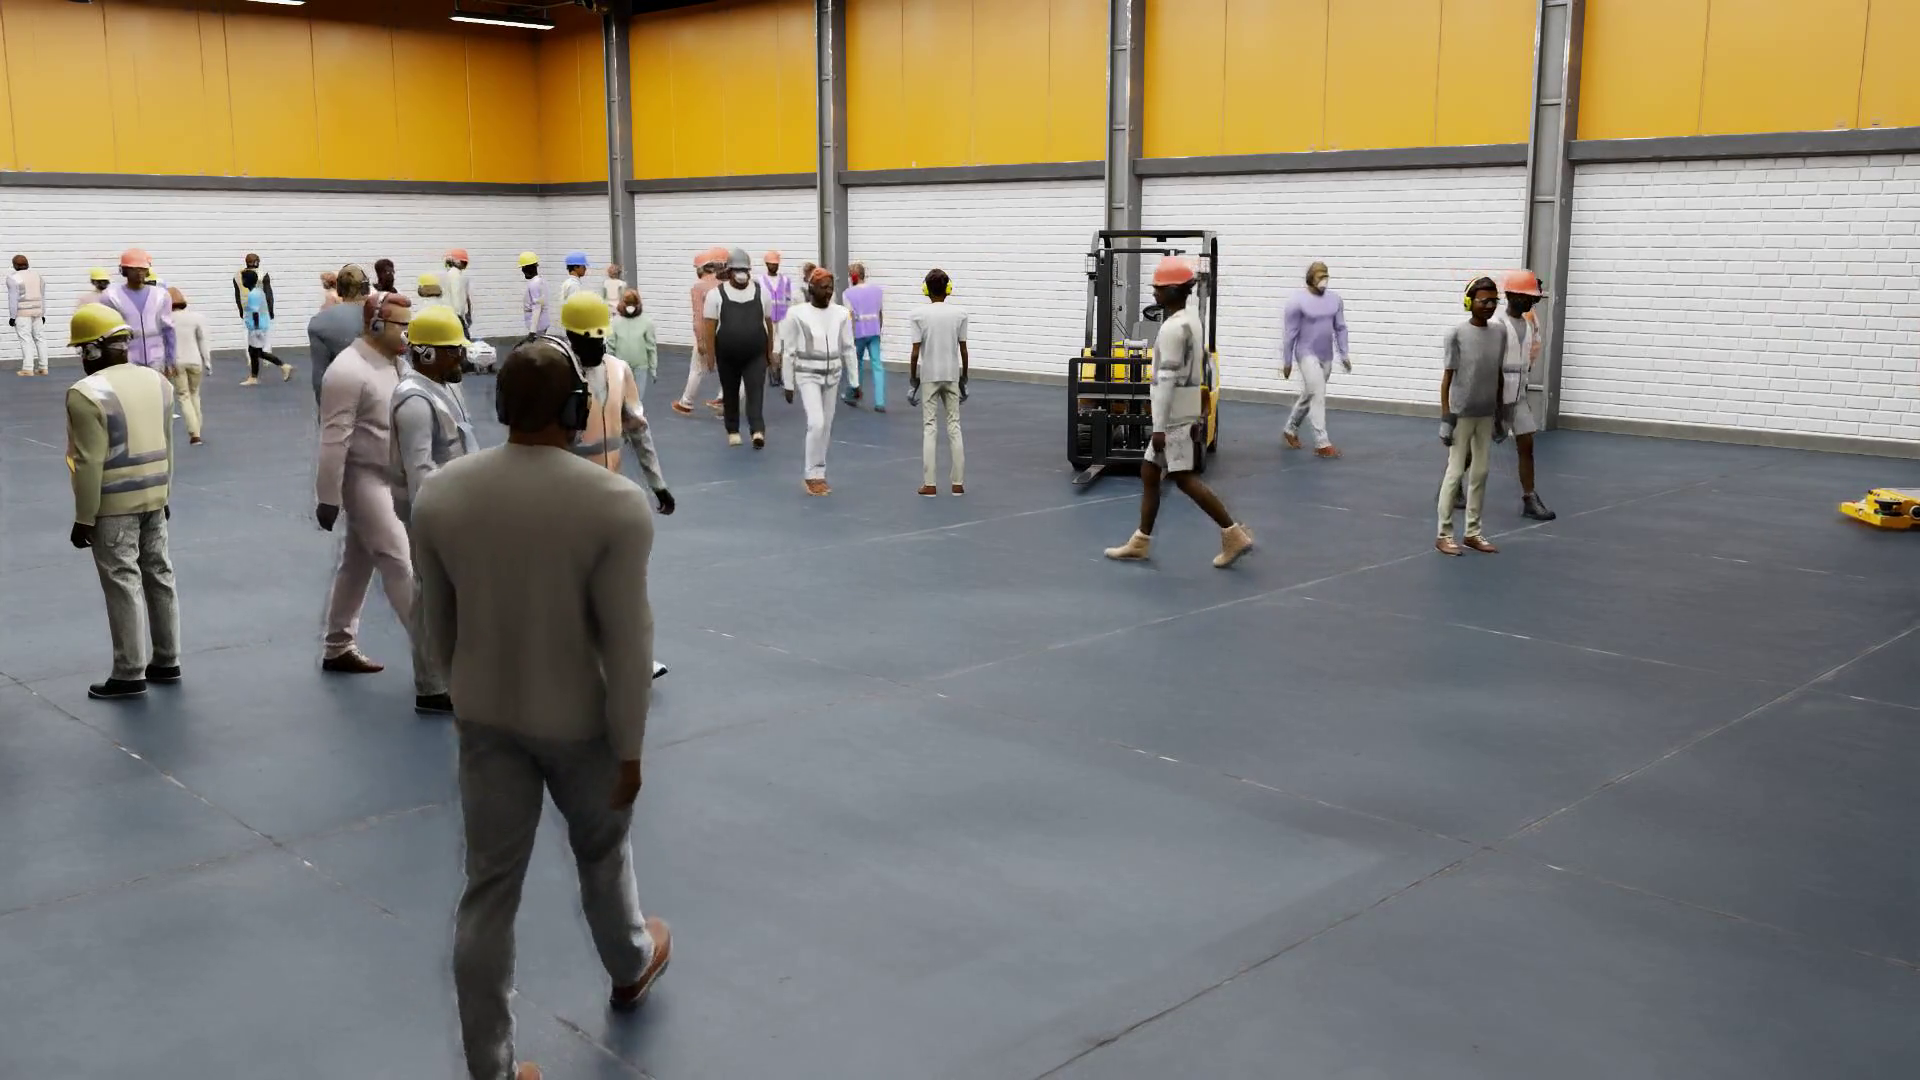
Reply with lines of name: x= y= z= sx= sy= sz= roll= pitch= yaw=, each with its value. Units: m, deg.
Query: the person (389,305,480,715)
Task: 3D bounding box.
person: x=-2.330 y=-0.131 z=7.457 sx=0.403 sy=1.826 sz=0.591 roll=-2 pitch=11 yaw=-8

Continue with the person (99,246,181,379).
person: x=-7.584 y=-1.688 z=15.401 sx=0.613 sy=2.029 sz=0.481 roll=-9 pitch=14 yaw=-41

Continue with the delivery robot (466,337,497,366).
delivery robot: x=-7.407 y=-2.882 z=25.661 sx=0.477 sy=0.478 sz=0.707 roll=-6 pitch=12 yaw=-30

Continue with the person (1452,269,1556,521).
person: x=4.126 y=-1.121 z=12.703 sx=0.546 sy=1.890 sz=0.985 roll=-6 pitch=12 yaw=-29

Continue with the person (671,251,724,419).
person: x=-2.962 y=-2.381 z=19.400 sx=0.995 sy=1.935 sz=0.598 roll=9 pitch=14 yaw=41

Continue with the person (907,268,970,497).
person: x=-0.175 y=-1.276 z=13.613 sx=0.519 sy=1.856 sz=0.331 roll=-2 pitch=11 yaw=-12

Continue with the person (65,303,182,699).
person: x=-3.880 y=-0.175 z=7.687 sx=0.403 sy=1.826 sz=0.589 roll=2 pitch=11 yaw=13

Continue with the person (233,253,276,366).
person: x=-11.532 y=-3.770 z=27.260 sx=0.623 sy=1.839 sz=0.429 roll=1 pitch=10 yaw=4

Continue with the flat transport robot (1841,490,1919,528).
flat transport robot: x=7.378 y=-0.235 z=12.252 sx=1.431 sy=0.197 sz=0.652 roll=1 pitch=10 yaw=4

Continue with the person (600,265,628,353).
person: x=-6.044 y=-3.991 z=29.050 sx=0.520 sy=1.625 sz=0.557 roll=2 pitch=11 yaw=9

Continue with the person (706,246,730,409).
person: x=-2.932 y=-2.609 z=20.495 sx=0.379 sy=1.996 sz=0.611 roll=-4 pitch=11 yaw=-20

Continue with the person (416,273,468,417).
person: x=-6.158 y=-2.244 z=19.308 sx=0.911 sy=1.687 sz=0.510 roll=1 pitch=10 yaw=7

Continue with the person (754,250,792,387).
person: x=-2.609 y=-3.112 z=23.422 sx=0.569 sy=1.923 sz=0.496 roll=-4 pitch=11 yaw=-20

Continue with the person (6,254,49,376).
person: x=-14.222 y=-3.418 z=25.335 sx=0.430 sy=1.840 sz=0.625 roll=4 pitch=11 yaw=21

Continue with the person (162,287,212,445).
person: x=-7.984 y=-1.783 z=17.026 sx=0.518 sy=1.599 sz=0.732 roll=-10 pitch=14 yaw=-42

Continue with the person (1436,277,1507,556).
person: x=3.437 y=-0.823 z=11.136 sx=0.526 sy=1.863 sz=0.322 roll=-4 pitch=11 yaw=-21

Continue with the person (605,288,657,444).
person: x=-3.269 y=-1.697 z=16.567 sx=0.504 sy=1.619 sz=0.409 roll=-1 pitch=10 yaw=-7

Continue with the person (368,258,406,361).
person: x=-6.384 y=-2.165 z=18.376 sx=0.941 sy=1.888 sz=0.594 roll=8 pitch=13 yaw=38

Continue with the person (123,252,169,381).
person: x=-10.785 y=-2.867 z=22.058 sx=0.551 sy=1.935 sz=0.375 roll=-10 pitch=14 yaw=-43

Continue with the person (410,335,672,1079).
person: x=-1.035 y=0.439 z=4.195 sx=0.645 sy=1.887 sz=1.018 roll=2 pitch=11 yaw=9

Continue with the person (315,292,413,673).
person: x=-2.705 y=-0.252 z=7.996 sx=0.952 sy=1.858 sz=0.657 roll=1 pitch=10 yaw=4

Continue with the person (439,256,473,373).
person: x=-7.897 y=-3.523 z=25.982 sx=0.971 sy=1.826 sz=0.537 roll=8 pitch=13 yaw=37

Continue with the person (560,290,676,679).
person: x=-1.702 y=-0.242 z=7.933 sx=0.977 sy=1.862 sz=0.613 roll=6 pitch=12 yaw=31

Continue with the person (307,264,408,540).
person: x=-4.161 y=-0.940 z=11.561 sx=0.627 sy=1.936 sz=0.375 roll=-3 pitch=11 yaw=-15

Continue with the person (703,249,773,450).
person: x=-2.199 y=-1.925 z=16.641 sx=0.702 sy=2.000 sz=1.036 roll=-3 pitch=11 yaw=-14

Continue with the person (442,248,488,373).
person: x=-7.829 y=-3.492 z=25.480 sx=0.977 sy=1.945 sz=0.668 roll=-4 pitch=11 yaw=-20

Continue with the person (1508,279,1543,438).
person: x=5.963 y=-1.919 z=17.566 sx=0.320 sy=1.694 sz=0.531 roll=4 pitch=11 yaw=21

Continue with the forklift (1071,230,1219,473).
forklift: x=1.804 y=-1.825 z=15.677 sx=1.214 sy=2.155 sz=2.313 roll=2 pitch=11 yaw=13

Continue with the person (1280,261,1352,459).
person: x=3.420 y=-1.771 z=16.222 sx=0.633 sy=1.895 sz=1.016 roll=-6 pitch=12 yaw=-29

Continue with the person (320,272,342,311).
person: x=-8.539 y=-2.834 z=22.752 sx=0.349 sy=1.626 sz=0.563 roll=-2 pitch=11 yaw=-10

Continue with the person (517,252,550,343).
person: x=-5.534 y=-2.782 z=21.648 sx=0.377 sy=1.918 sz=0.585 roll=-2 pitch=11 yaw=-9

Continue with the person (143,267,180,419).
person: x=-9.397 y=-2.280 z=19.325 sx=0.523 sy=1.769 sz=0.316 roll=4 pitch=11 yaw=23

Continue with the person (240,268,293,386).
person: x=-9.867 y=-3.002 z=23.527 sx=0.661 sy=1.673 sz=0.533 roll=-4 pitch=11 yaw=-20

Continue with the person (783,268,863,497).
person: x=-1.121 y=-1.286 z=13.635 sx=0.596 sy=1.861 sz=0.624 roll=-7 pitch=13 yaw=-35

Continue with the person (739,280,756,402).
person: x=-2.543 y=-2.265 z=19.645 sx=0.521 sy=1.620 sz=0.651 roll=8 pitch=13 yaw=36

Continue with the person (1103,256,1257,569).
person: x=1.448 y=-0.808 z=10.651 sx=0.983 sy=2.011 sz=0.616 roll=4 pitch=11 yaw=18

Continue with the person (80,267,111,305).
person: x=-10.545 y=-2.500 z=20.591 sx=0.551 sy=1.726 sz=0.866 roll=-10 pitch=14 yaw=-43

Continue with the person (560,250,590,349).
person: x=-4.576 y=-2.471 z=19.868 sx=0.381 sy=1.950 sz=0.602 roll=-4 pitch=11 yaw=-21

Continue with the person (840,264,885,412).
person: x=-1.185 y=-2.473 z=20.333 sx=0.605 sy=1.775 sz=1.012 roll=-5 pitch=11 yaw=-25

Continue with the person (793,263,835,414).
person: x=-1.714 y=-2.371 z=19.739 sx=0.532 sy=1.801 sz=0.460 roll=1 pitch=10 yaw=7
